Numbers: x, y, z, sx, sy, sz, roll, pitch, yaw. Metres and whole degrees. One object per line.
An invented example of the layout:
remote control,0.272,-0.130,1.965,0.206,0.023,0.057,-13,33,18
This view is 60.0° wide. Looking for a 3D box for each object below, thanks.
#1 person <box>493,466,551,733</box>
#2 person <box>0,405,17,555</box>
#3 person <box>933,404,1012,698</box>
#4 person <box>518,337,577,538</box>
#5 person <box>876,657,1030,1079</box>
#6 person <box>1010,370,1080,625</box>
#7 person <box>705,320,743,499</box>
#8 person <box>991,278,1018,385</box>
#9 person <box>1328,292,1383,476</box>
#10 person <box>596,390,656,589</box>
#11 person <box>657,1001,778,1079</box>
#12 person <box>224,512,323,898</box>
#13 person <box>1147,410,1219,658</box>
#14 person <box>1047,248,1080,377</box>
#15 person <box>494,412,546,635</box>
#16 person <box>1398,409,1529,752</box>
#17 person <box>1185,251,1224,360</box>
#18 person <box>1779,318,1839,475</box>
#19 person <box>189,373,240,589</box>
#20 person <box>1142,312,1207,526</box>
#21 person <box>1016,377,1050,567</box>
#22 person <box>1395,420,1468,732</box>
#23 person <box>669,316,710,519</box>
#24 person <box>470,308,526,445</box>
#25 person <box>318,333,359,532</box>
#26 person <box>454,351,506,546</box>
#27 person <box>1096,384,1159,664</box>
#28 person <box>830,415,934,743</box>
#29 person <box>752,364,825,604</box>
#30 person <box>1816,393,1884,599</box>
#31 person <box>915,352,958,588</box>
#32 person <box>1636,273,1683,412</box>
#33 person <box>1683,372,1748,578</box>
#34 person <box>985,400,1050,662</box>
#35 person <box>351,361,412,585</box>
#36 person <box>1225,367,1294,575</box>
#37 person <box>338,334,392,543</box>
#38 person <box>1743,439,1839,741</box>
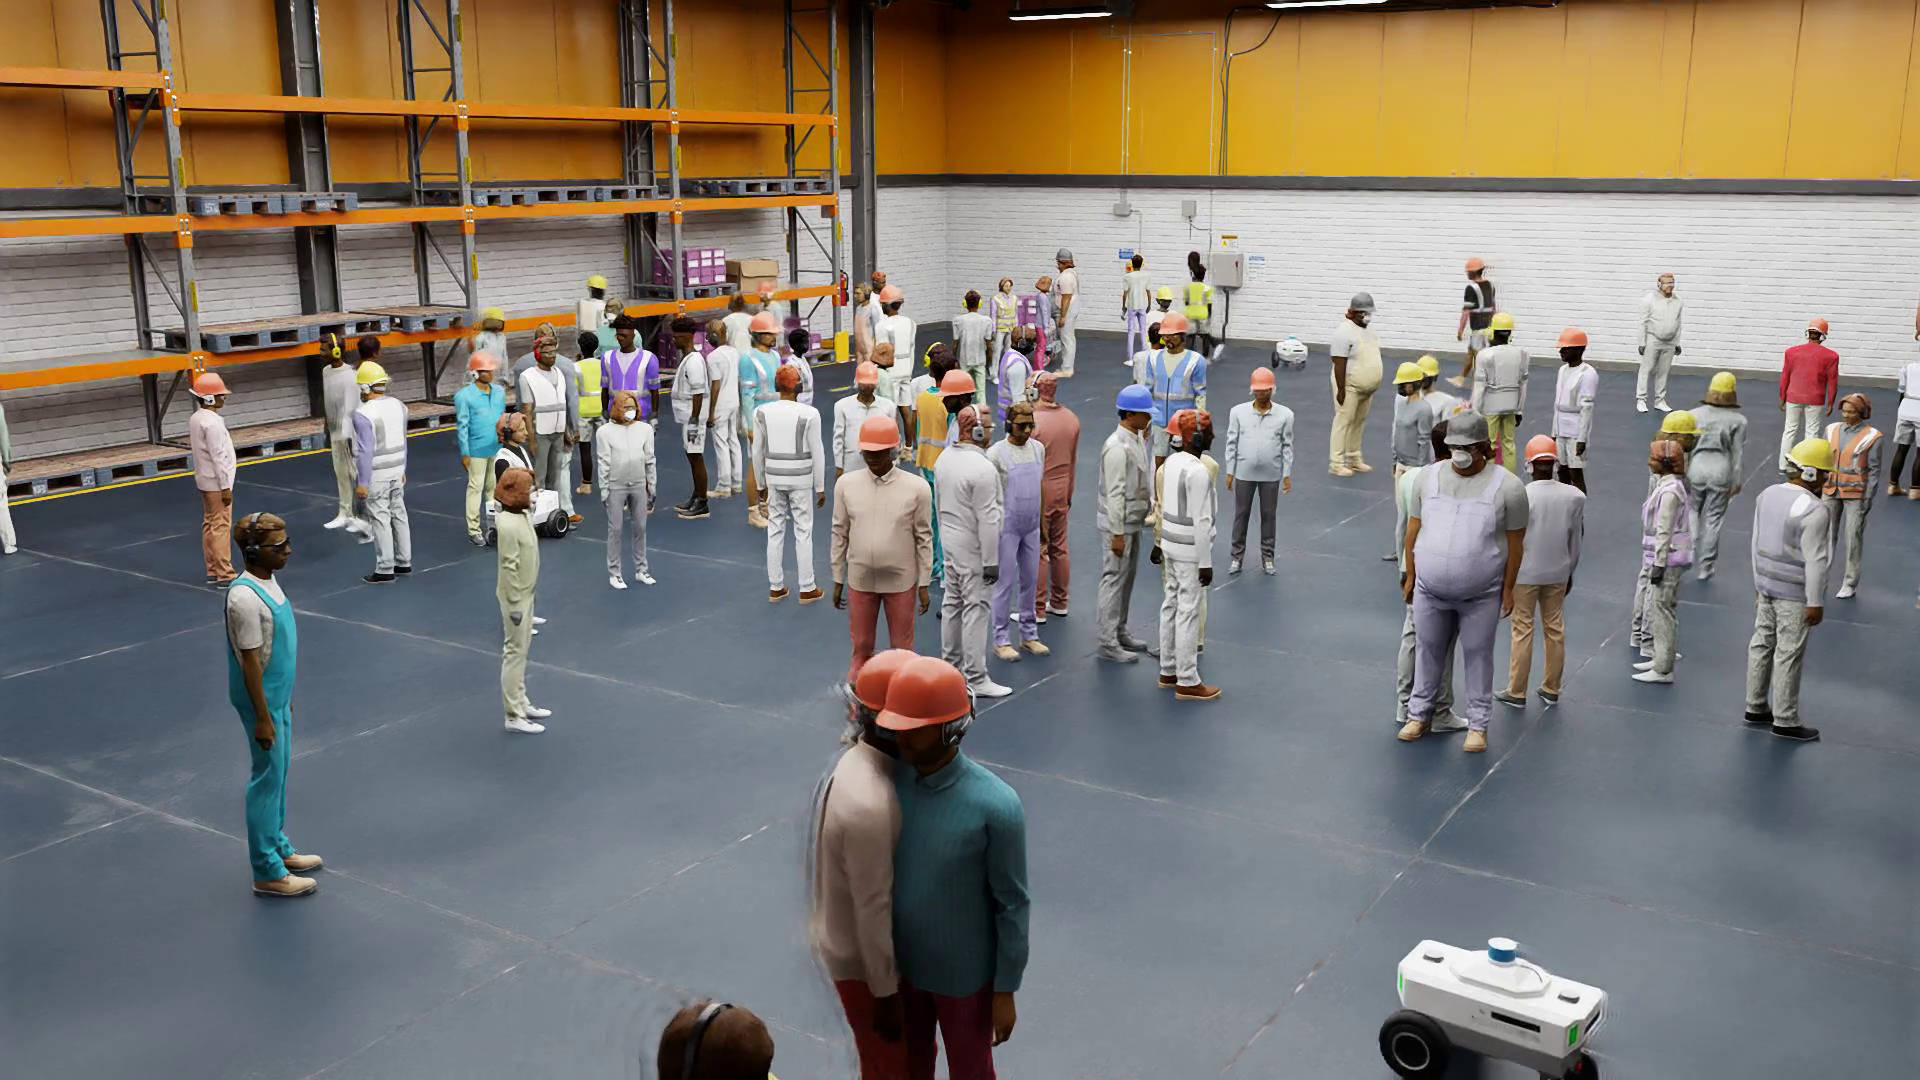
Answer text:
person,-2.683,0.353,10.165,0.277,1.632,0.502,-1,13,-4
person,-8.560,-0.650,14.499,0.515,1.643,0.315,-9,16,-35
person,0.088,0.066,10.813,0.399,1.910,0.643,-7,15,-28
person,-3.835,-0.963,15.407,0.388,1.847,0.564,6,14,25
person,-0.081,1.317,5.193,0.623,1.992,0.397,10,16,36
person,0.605,-0.321,12.494,0.406,1.906,0.654,11,17,40
person,-2.436,-1.334,17.035,0.330,1.838,0.520,6,14,23
person,0.687,-3.222,25.662,0.521,1.639,0.311,-9,16,-35
person,4.369,-1.725,18.289,0.687,2.000,0.538,-13,18,-43
person,-2.699,-0.412,13.511,0.493,1.625,0.279,-8,15,-31
person,-0.439,1.803,3.529,0.972,1.785,0.639,4,14,18
person,-3.274,0.771,7.889,0.326,1.843,0.517,-3,13,-13
person,1.540,-0.035,11.575,0.562,1.756,0.318,-11,17,-40
person,1.630,-3.621,26.513,0.537,2.000,0.674,3,13,13
person,-3.262,-0.125,12.228,0.309,1.641,0.515,0,13,-2
person,2.928,0.235,9.787,0.689,2.000,0.539,8,15,30
person,4.126,-3.994,28.487,0.748,1.891,0.635,3,13,14
person,9.294,-1.558,18.229,0.575,1.739,0.350,9,16,35
person,-6.035,-0.483,13.528,0.326,1.751,0.559,-10,17,-38
person,1.993,-1.115,15.637,0.614,2.042,0.373,7,15,28
person,0.658,-0.573,14.170,0.307,1.640,0.519,9,16,34
person,2.902,0.218,10.130,0.387,1.918,0.594,-9,16,-34
person,-2.616,-1.191,16.136,0.361,1.963,0.617,-3,13,-13
person,-5.626,-1.934,19.944,0.853,1.685,0.502,5,14,19
person,-5.778,-1.007,15.560,0.532,1.865,0.310,8,15,31
person,-4.285,-0.837,15.056,0.336,1.753,0.573,8,15,31
person,1.156,-0.119,11.557,0.418,1.938,0.610,4,14,19
person,-0.469,0.240,9.868,0.622,1.992,0.381,2,13,8
person,-1.332,-0.435,13.033,0.584,1.882,0.337,4,14,16
person,7.046,-0.359,13.246,0.308,1.640,0.511,-7,15,-29
person,-0.146,-0.568,13.537,0.391,1.920,0.593,-9,16,-35
person,9.621,-2.707,22.840,0.639,1.910,0.406,-2,13,-9
person,6.252,-0.538,13.824,0.501,1.728,0.375,8,15,33
person,0.397,-0.067,11.558,0.516,1.835,0.355,-10,16,-36
person,-4.760,-0.549,13.642,0.404,1.830,0.600,4,14,16
person,2.499,-0.573,13.918,0.563,1.753,0.327,2,13,8
person,-5.351,-0.899,15.025,0.601,1.895,0.446,6,14,23
person,5.010,0.292,10.023,0.404,1.821,0.590,-2,13,-7
